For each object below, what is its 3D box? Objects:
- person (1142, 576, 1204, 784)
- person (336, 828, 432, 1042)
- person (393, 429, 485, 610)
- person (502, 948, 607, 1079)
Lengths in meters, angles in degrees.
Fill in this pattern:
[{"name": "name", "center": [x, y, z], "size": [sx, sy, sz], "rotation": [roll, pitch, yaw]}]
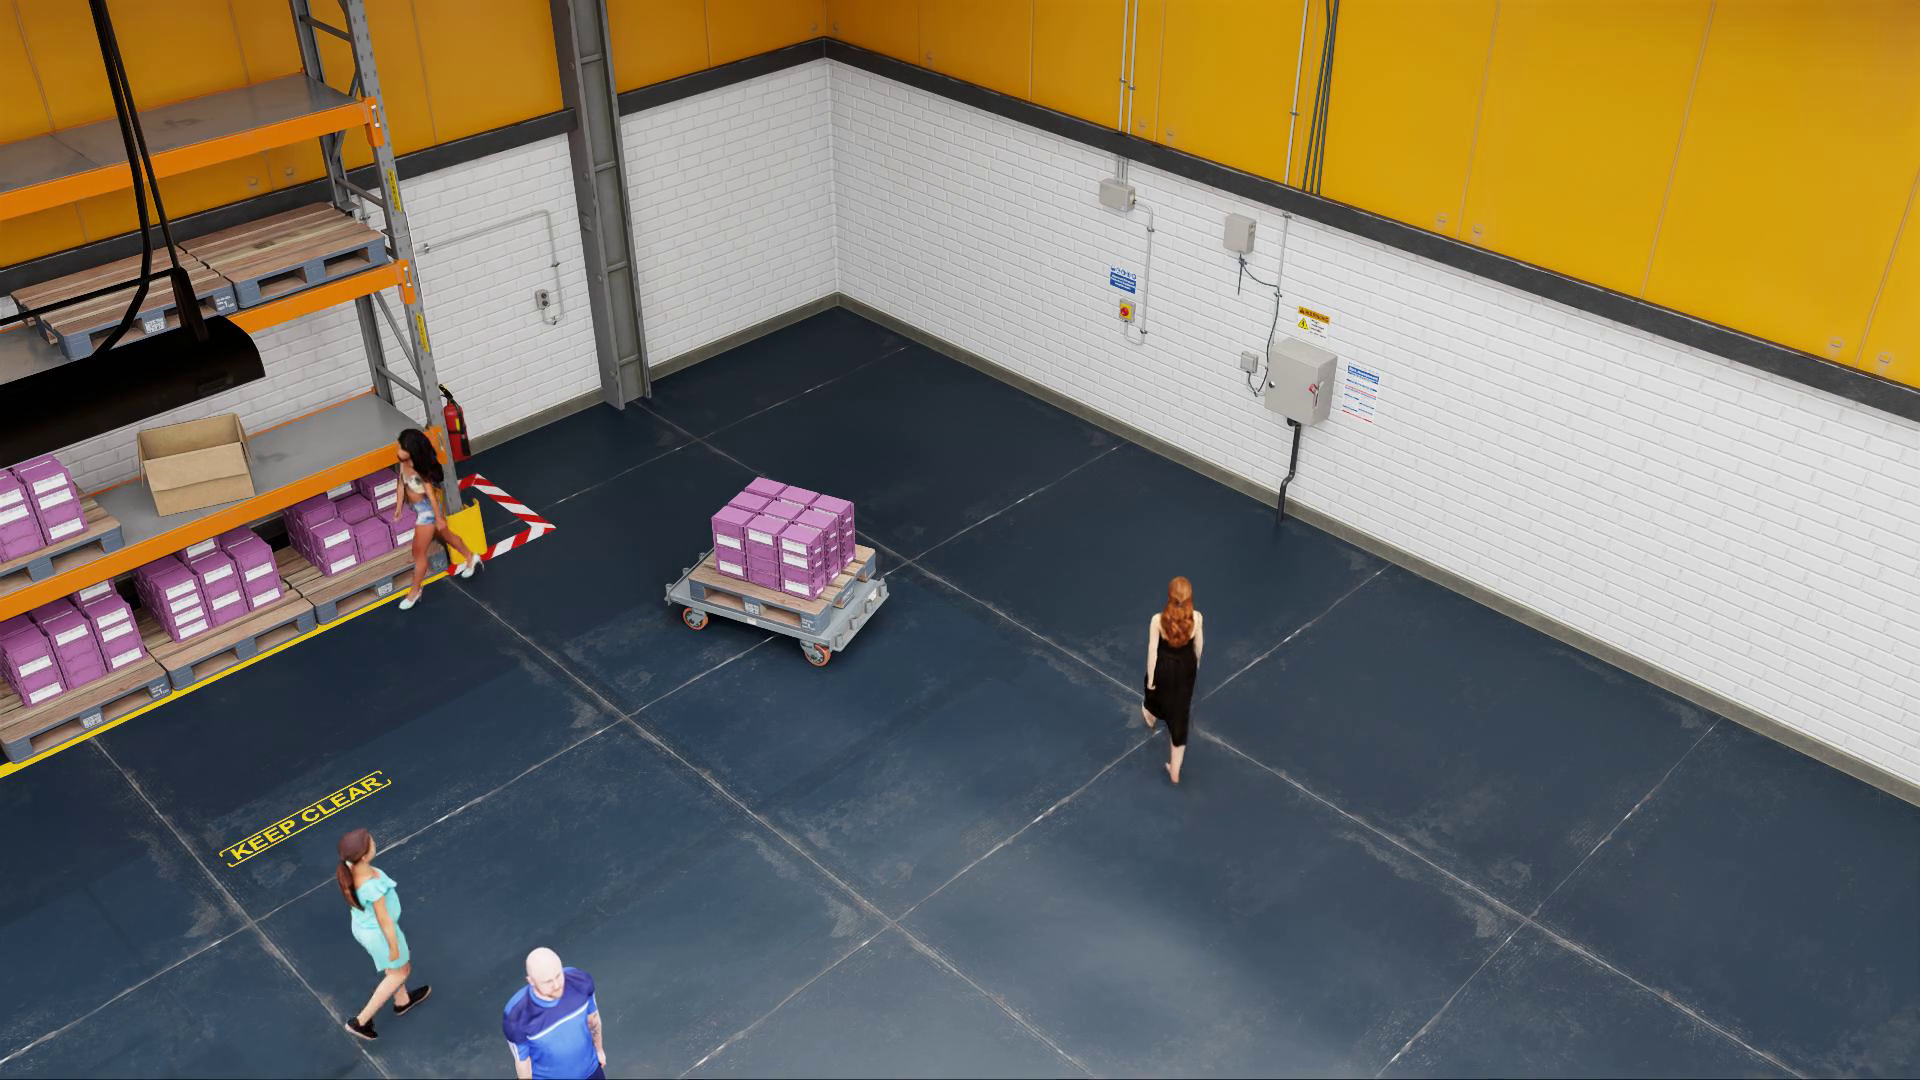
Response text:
[{"name": "person", "center": [1.539, 1.017, 11.872], "size": [1.095, 1.573, 1.080], "rotation": [-4, 34, -6]}, {"name": "person", "center": [-3.514, 2.357, 9.880], "size": [0.593, 1.546, 0.849], "rotation": [24, 40, 31]}, {"name": "person", "center": [-4.334, -0.233, 13.744], "size": [1.049, 1.583, 0.628], "rotation": [-25, 41, -32]}, {"name": "person", "center": [-2.133, 2.829, 8.906], "size": [0.484, 1.839, 0.722], "rotation": [-28, 43, -35]}]
